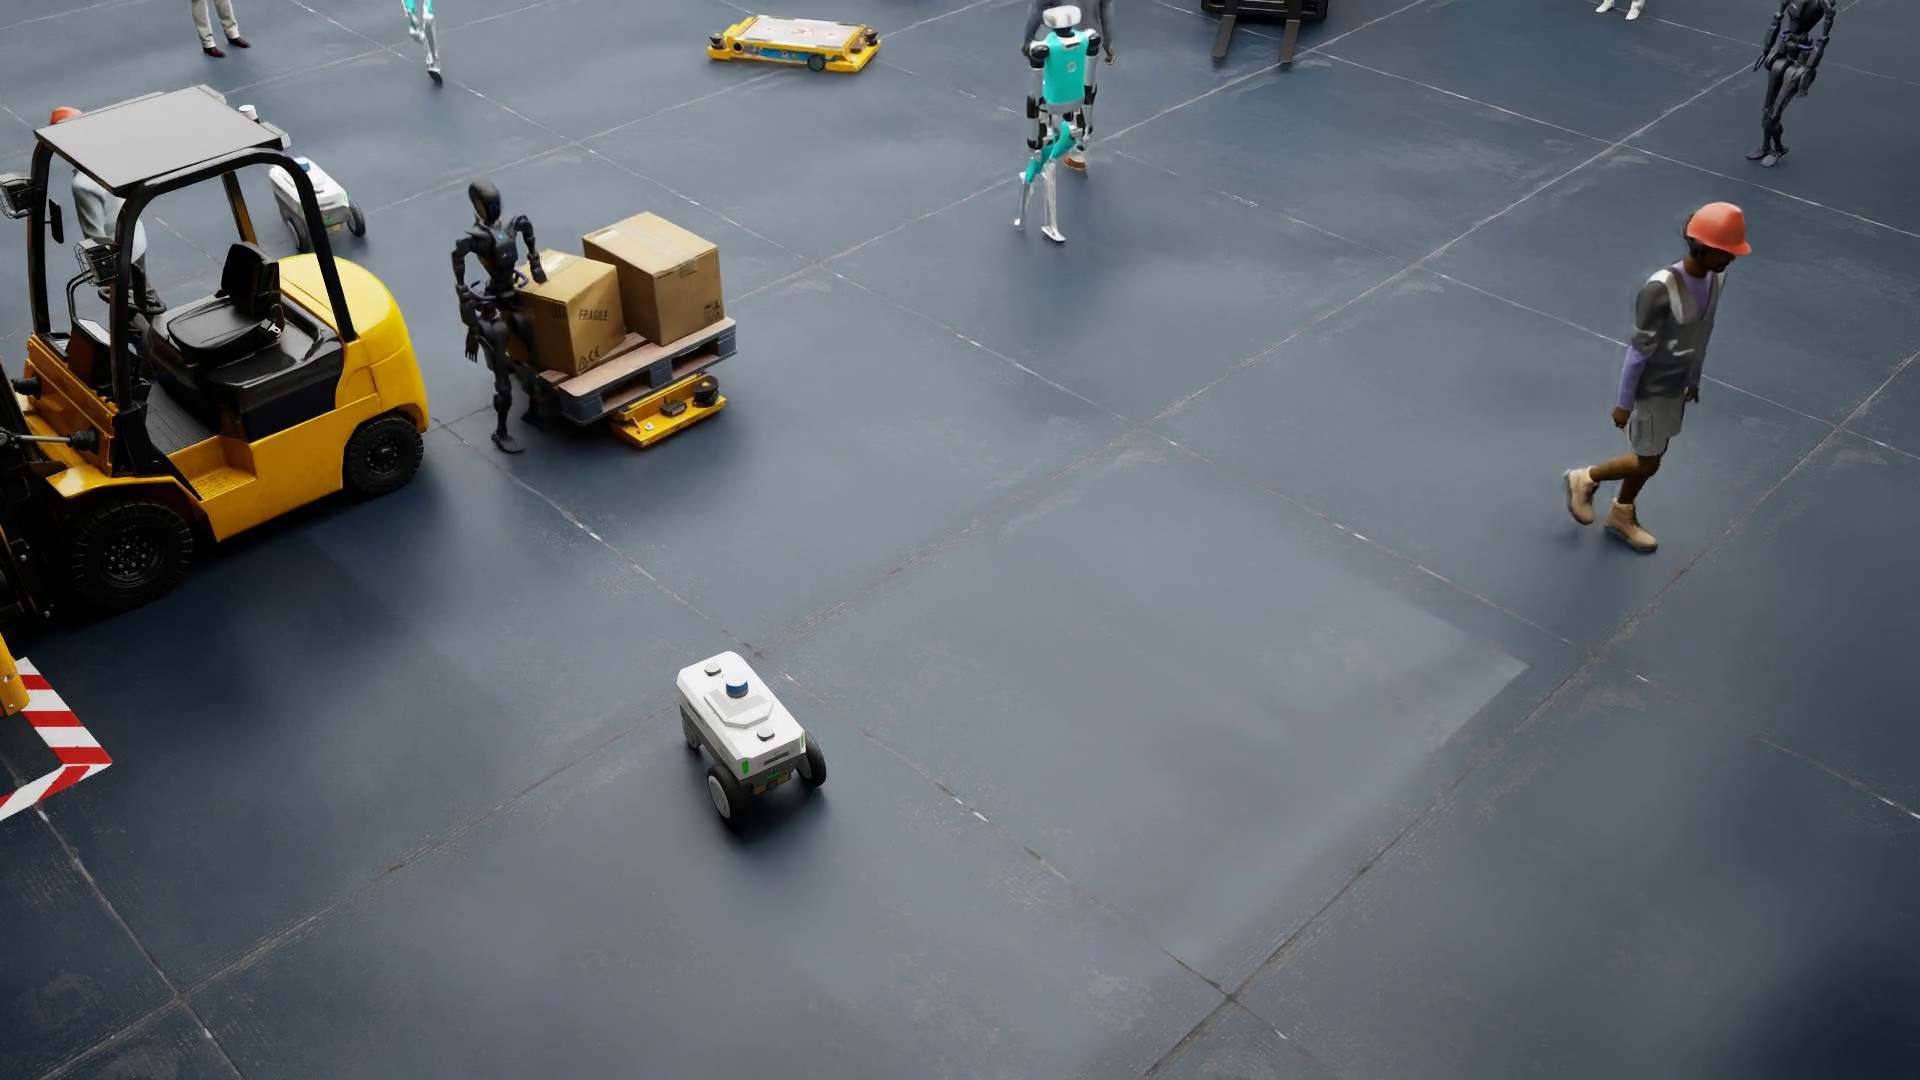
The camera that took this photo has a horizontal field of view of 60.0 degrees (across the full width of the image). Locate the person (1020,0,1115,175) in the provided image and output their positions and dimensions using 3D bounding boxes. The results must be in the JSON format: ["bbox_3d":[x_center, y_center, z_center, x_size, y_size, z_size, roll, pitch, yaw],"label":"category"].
[{"bbox_3d":[0.819,-3.861,12.823,0.661,1.875,1.062,-13,39,-17],"label":"person"}]

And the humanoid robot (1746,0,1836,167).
[{"bbox_3d":[6.368,-3.687,12.754,0.338,1.644,0.584,-12,38,-16],"label":"humanoid robot"}]

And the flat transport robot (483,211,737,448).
[{"bbox_3d":[-2.165,-1.036,10.384,1.431,0.231,0.659,30,46,34],"label":"flat transport robot"}]

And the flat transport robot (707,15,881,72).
[{"bbox_3d":[-1.493,-4.477,14.989,1.431,0.231,0.659,9,38,12],"label":"flat transport robot"}]

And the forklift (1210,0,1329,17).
[{"bbox_3d":[3.106,-6.400,15.960,1.214,2.155,2.313,8,37,10],"label":"forklift"}]

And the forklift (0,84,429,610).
[{"bbox_3d":[-4.145,-1.093,8.856,2.313,2.155,1.214,-31,47,-34],"label":"forklift"}]

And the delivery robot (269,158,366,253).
[{"bbox_3d":[-4.705,-2.470,12.060,0.499,0.590,0.793,-25,43,-30],"label":"delivery robot"}]

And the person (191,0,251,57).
[{"bbox_3d":[-6.707,-5.180,14.677,0.389,1.778,0.535,17,40,21],"label":"person"}]

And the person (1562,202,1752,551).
[{"bbox_3d":[3.625,-0.831,8.643,0.631,2.023,0.499,-23,43,-28],"label":"person"}]

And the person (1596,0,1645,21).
[{"bbox_3d":[6.331,-5.693,15.478,0.520,1.632,0.313,28,45,32],"label":"person"}]

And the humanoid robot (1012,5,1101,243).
[{"bbox_3d":[0.587,-2.887,11.721,0.542,1.899,0.754,-18,40,-22],"label":"humanoid robot"}]

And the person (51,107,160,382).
[{"bbox_3d":[-5.185,-1.807,10.188,0.351,1.737,0.572,-2,37,-3],"label":"person"}]

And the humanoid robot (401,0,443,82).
[{"bbox_3d":[-4.672,-4.780,14.190,0.533,1.767,0.978,-7,37,-9],"label":"humanoid robot"}]

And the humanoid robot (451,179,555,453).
[{"bbox_3d":[-2.595,-1.318,9.587,0.343,1.651,0.615,30,46,33],"label":"humanoid robot"}]

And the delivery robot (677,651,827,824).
[{"bbox_3d":[-0.993,0.864,7.602,0.499,0.596,0.795,-22,42,-26],"label":"delivery robot"}]
